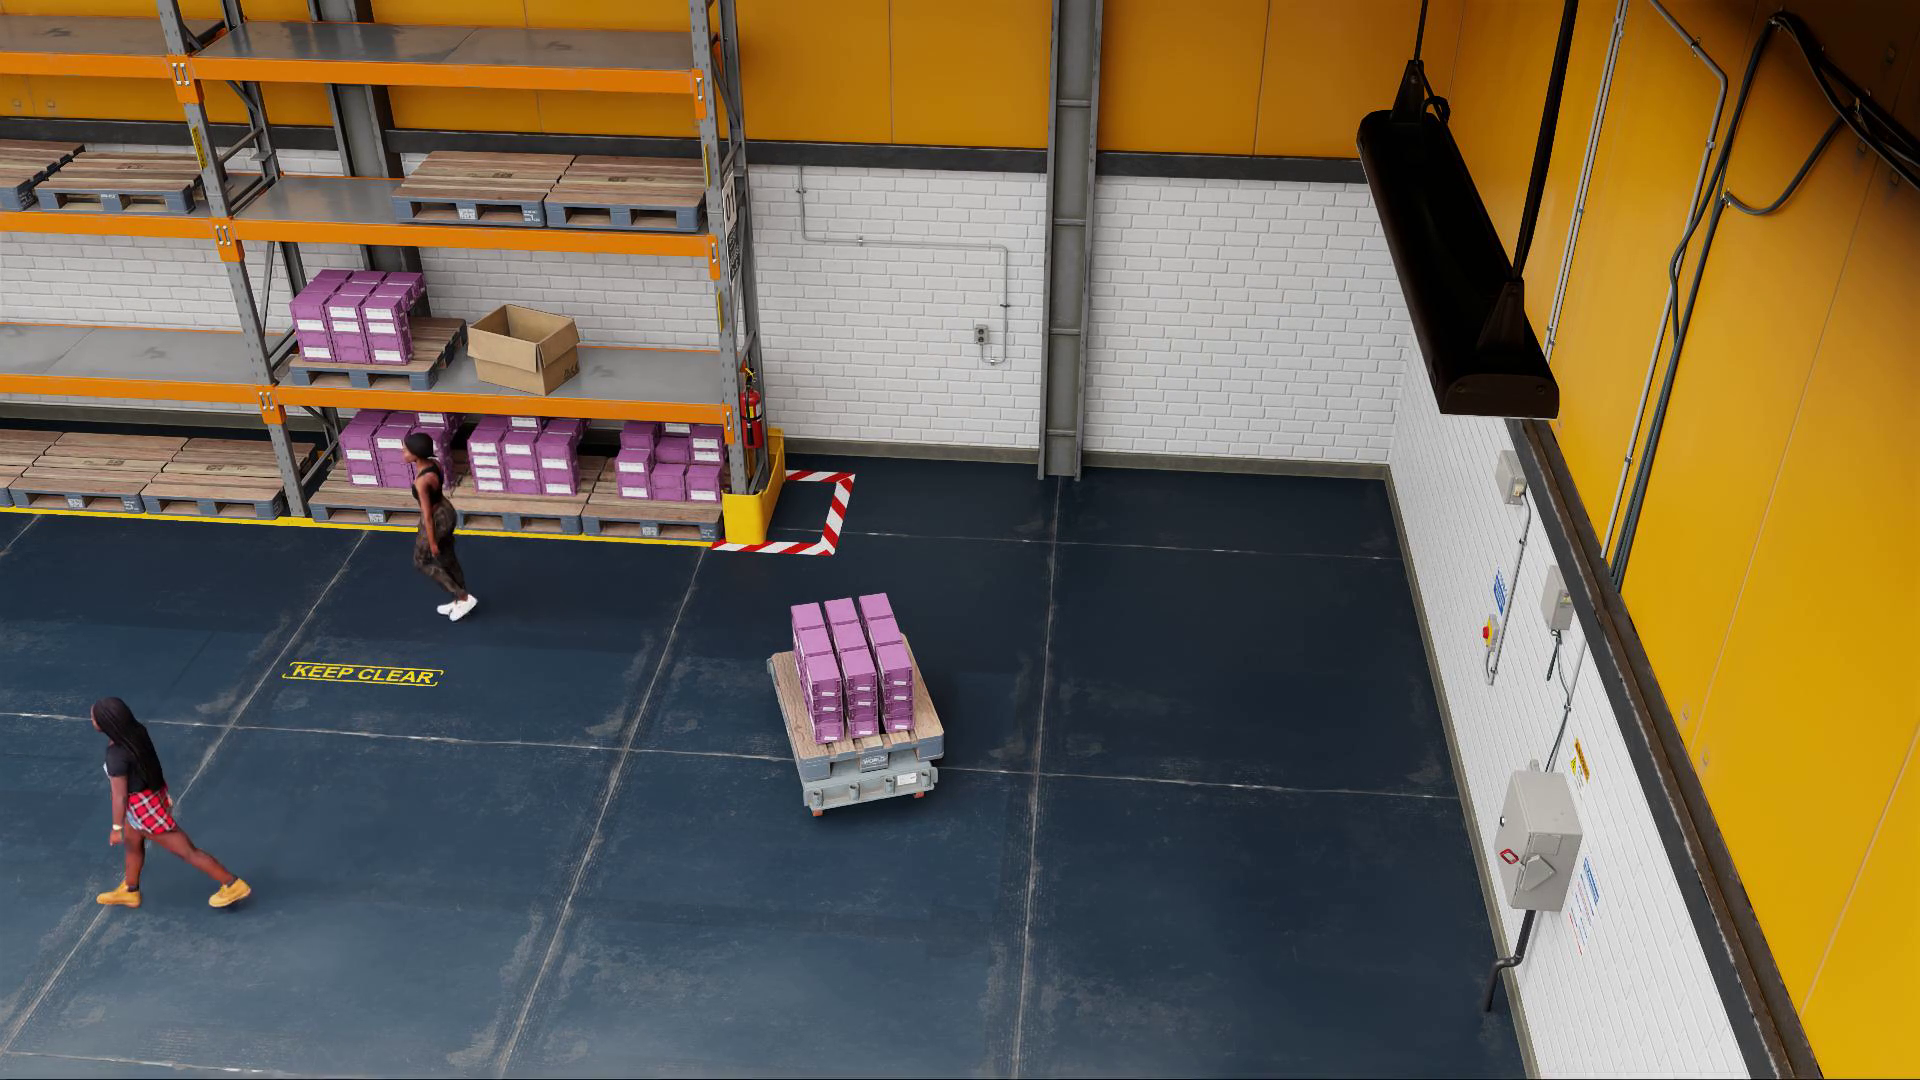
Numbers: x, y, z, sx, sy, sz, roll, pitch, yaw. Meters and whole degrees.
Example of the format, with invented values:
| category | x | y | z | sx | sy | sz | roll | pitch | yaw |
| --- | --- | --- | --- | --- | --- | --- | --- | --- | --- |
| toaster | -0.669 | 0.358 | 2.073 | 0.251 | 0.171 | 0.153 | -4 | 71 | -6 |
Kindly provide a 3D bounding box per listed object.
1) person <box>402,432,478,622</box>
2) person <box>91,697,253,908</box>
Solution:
| category | x | y | z | sx | sy | sz | roll | pitch | yaw |
| --- | --- | --- | --- | --- | --- | --- | --- | --- | --- |
| person | -4.012 | -0.101 | 13.051 | 0.646 | 1.693 | 0.586 | 1 | 34 | 2 |
| person | -4.959 | 1.694 | 10.364 | 1.264 | 1.677 | 0.869 | -7 | 34 | -10 |
